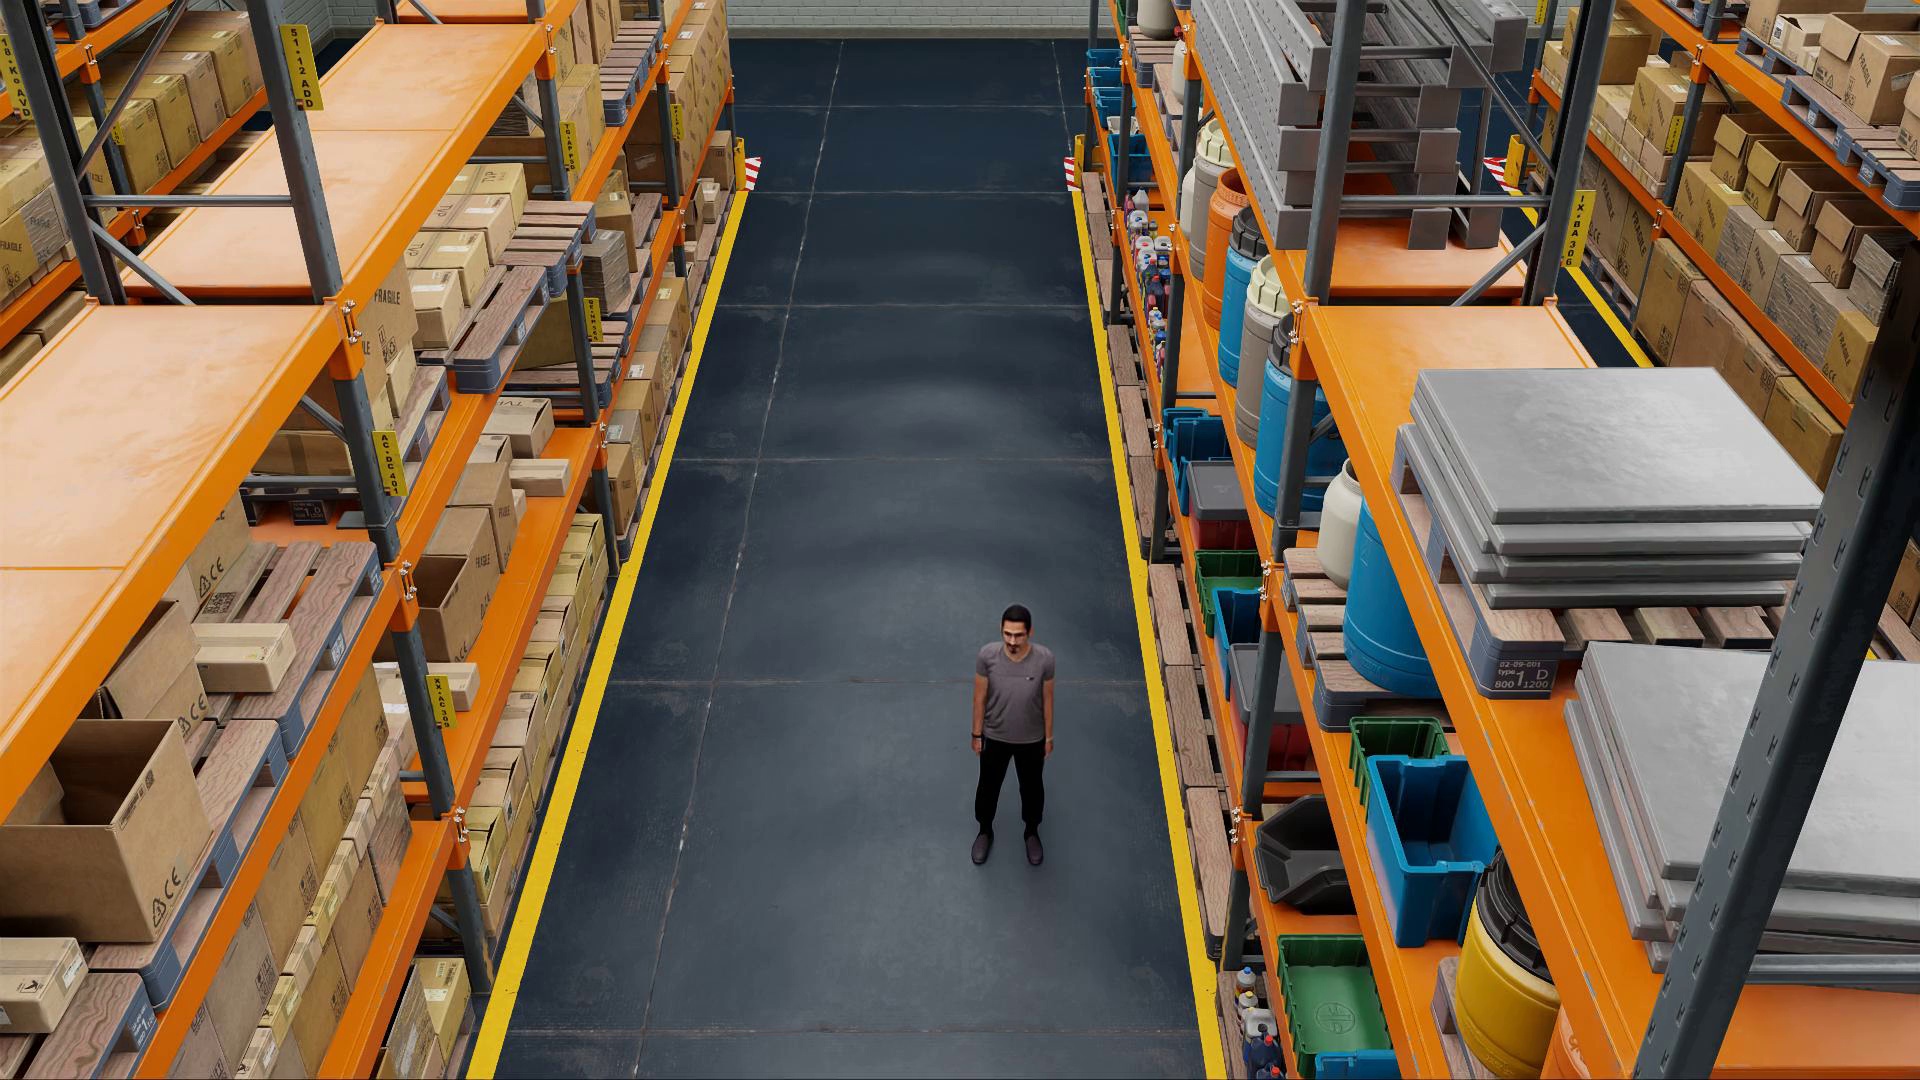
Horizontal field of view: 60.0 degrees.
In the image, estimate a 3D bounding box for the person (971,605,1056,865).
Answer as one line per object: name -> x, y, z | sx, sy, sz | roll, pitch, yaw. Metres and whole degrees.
person -> 0.307, 1.096, 9.493 | 0.620, 1.754, 0.524 | 1, 33, 2
